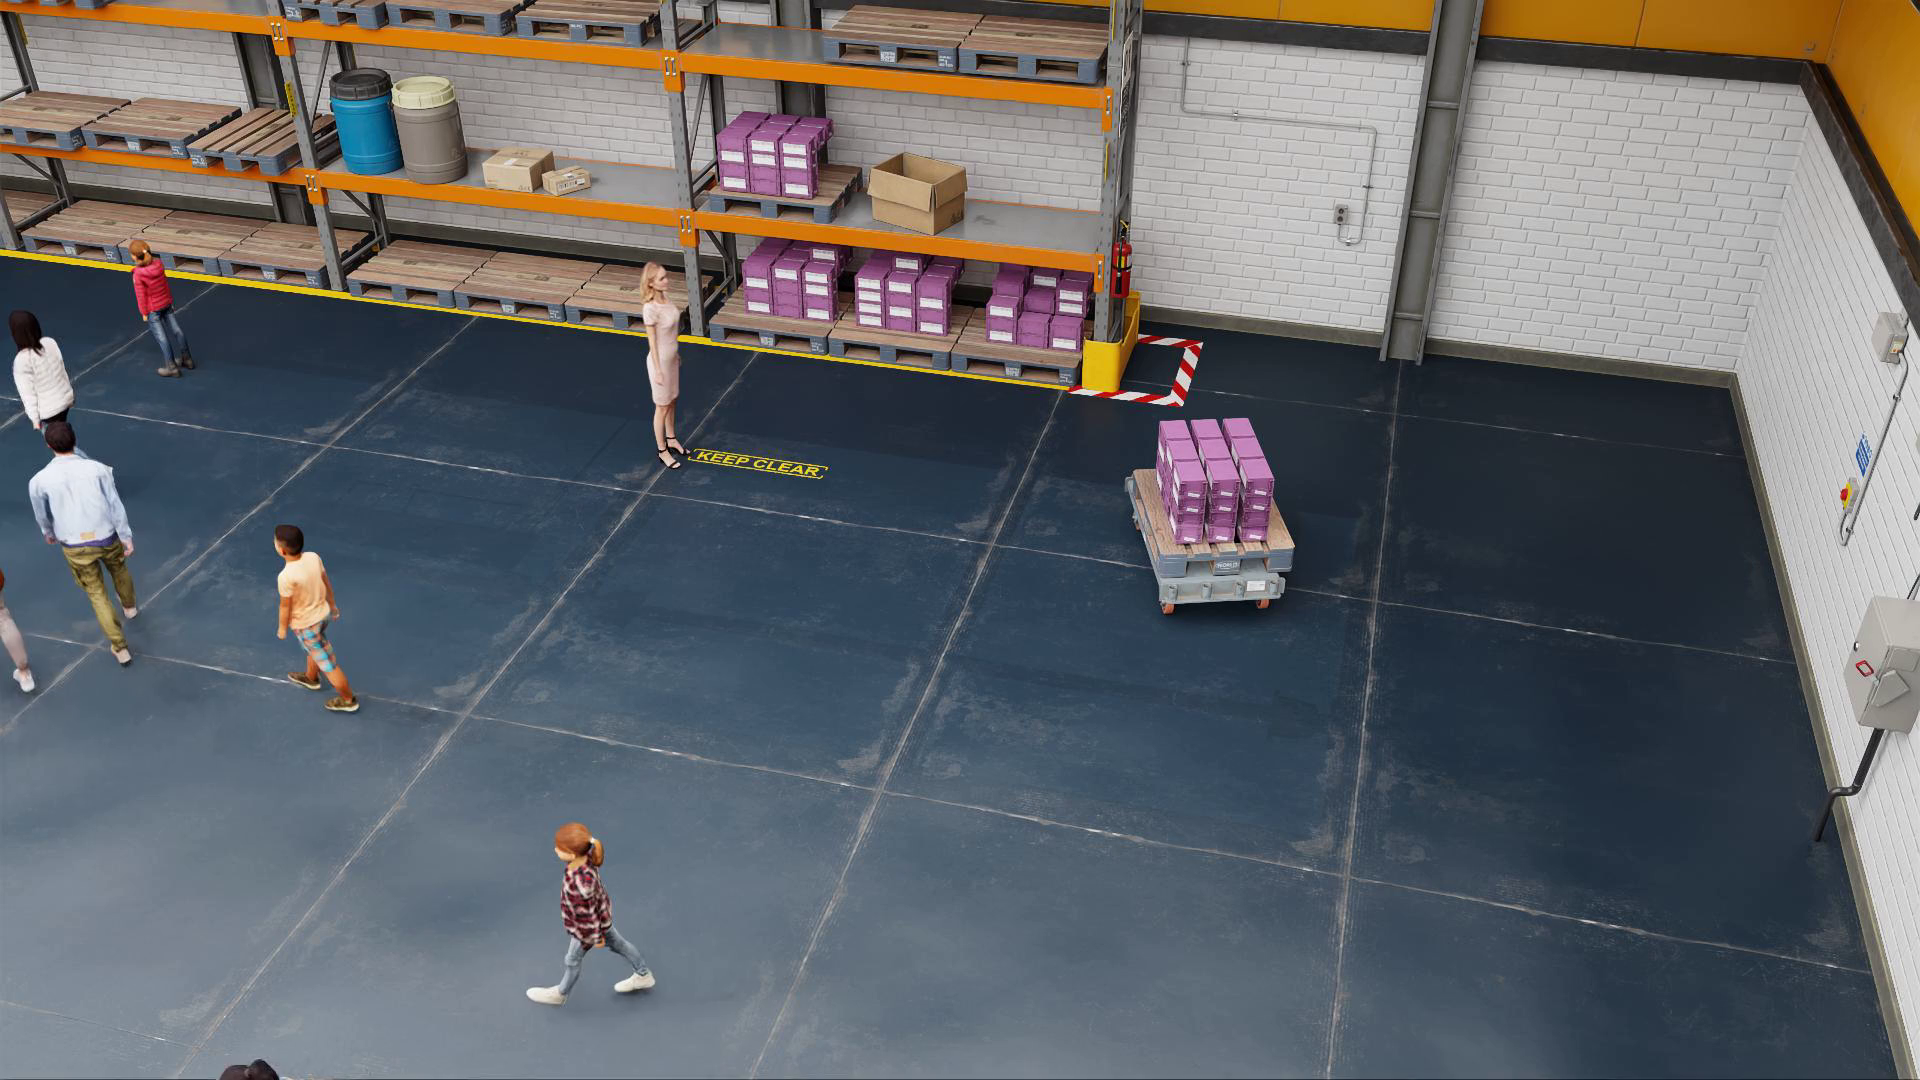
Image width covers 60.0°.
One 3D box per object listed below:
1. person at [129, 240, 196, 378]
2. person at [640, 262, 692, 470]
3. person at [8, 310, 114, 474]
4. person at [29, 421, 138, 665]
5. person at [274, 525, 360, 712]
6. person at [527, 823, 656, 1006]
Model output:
[{"bbox_3d":[-7.396,-2.148,15.364,0.517,1.312,0.531,13,36,19],"label":"person"},{"bbox_3d":[-2.481,-1.470,13.877,0.485,1.830,0.567,9,35,13],"label":"person"},{"bbox_3d":[-7.329,-1.102,13.512,0.954,1.621,0.649,7,34,10],"label":"person"},{"bbox_3d":[-6.060,0.063,11.621,1.084,1.775,1.177,-22,39,-29],"label":"person"},{"bbox_3d":[-4.300,0.554,11.186,0.835,1.437,0.527,7,34,11],"label":"person"},{"bbox_3d":[-1.951,2.055,9.080,0.996,1.270,0.777,-5,34,-7],"label":"person"}]
